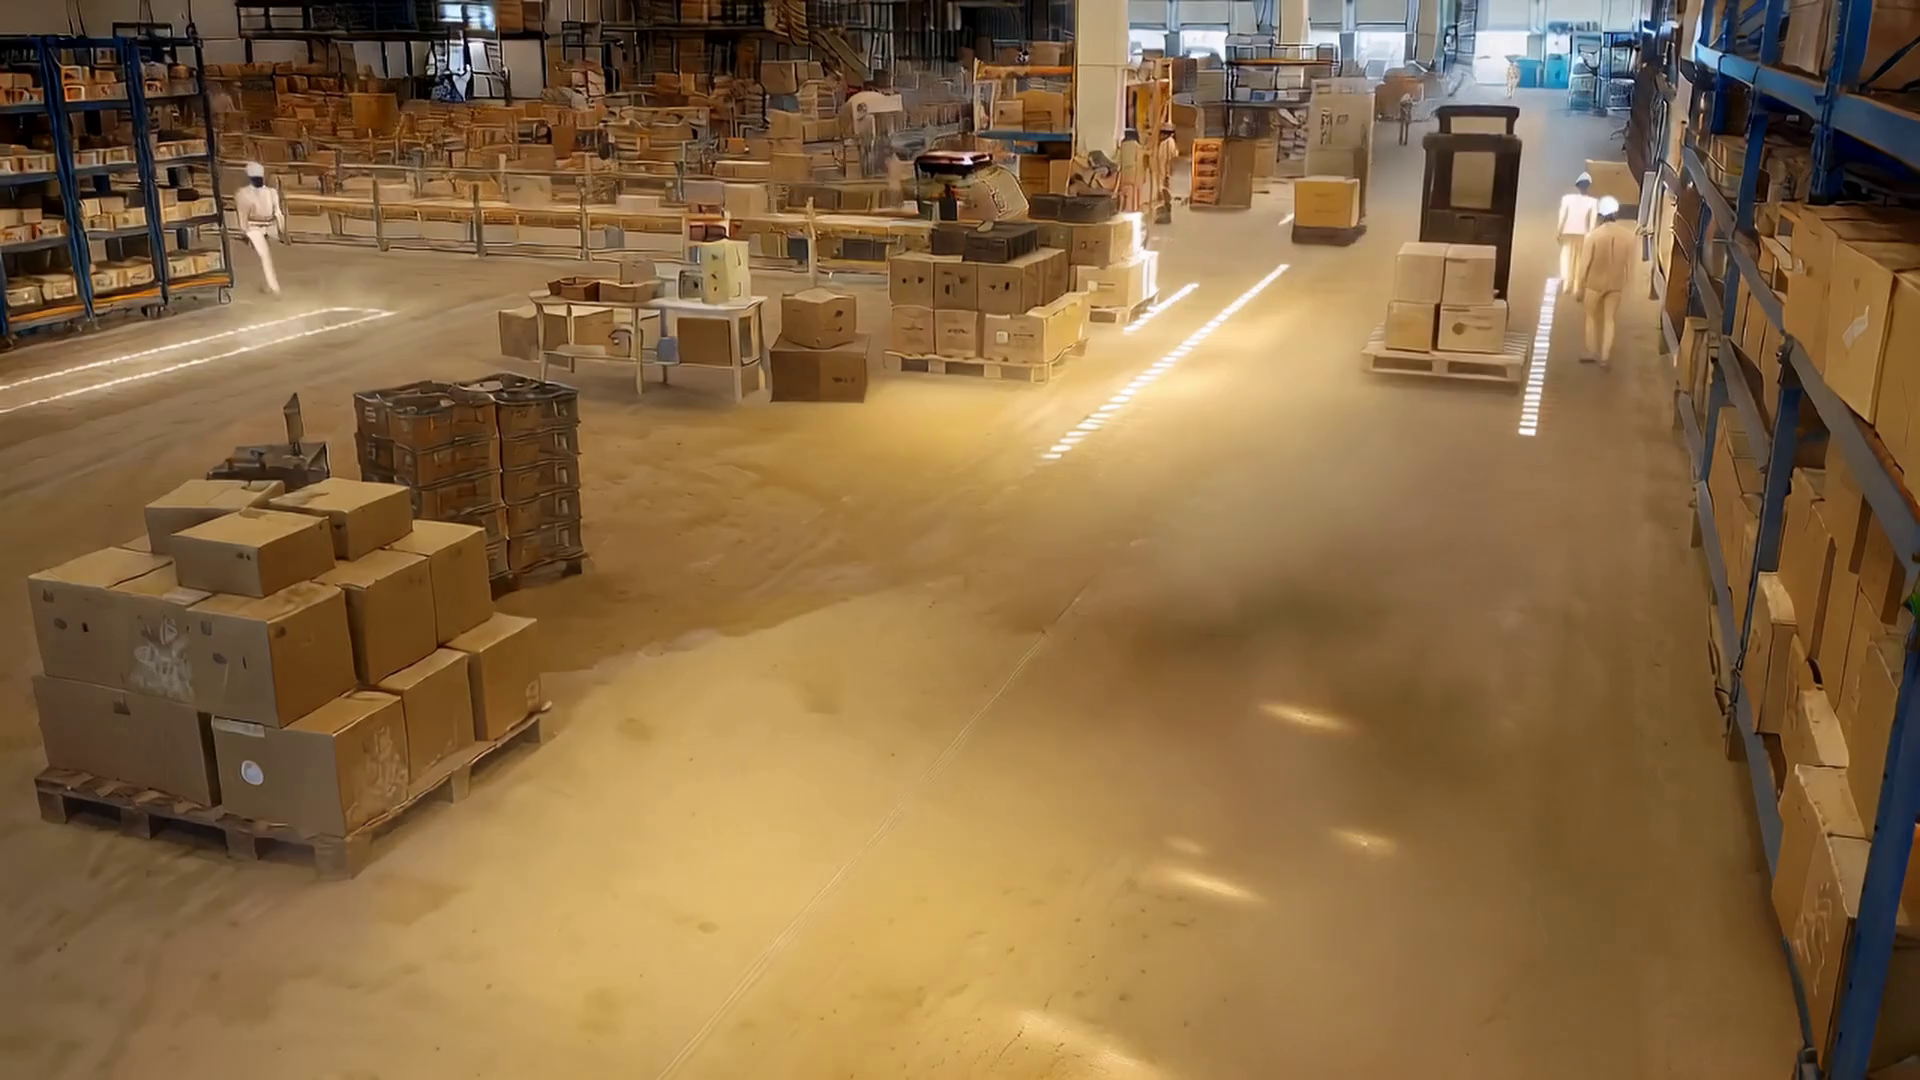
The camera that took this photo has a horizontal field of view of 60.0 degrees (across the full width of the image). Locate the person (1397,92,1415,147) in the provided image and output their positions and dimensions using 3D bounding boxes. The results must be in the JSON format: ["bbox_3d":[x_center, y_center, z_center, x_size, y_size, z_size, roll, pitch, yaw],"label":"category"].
[{"bbox_3d":[13.341,-12.568,49.727,0.502,1.600,0.795,2,18,7],"label":"person"}]

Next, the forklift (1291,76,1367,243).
[{"bbox_3d":[6.598,-6.755,29.381,1.129,2.768,1.873,6,19,19],"label":"forklift"}]

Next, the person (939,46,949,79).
[{"bbox_3d":[-0.860,-28.613,99.662,1.028,1.895,0.630,7,19,21],"label":"person"}]

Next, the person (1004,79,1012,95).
[{"bbox_3d":[1.706,-15.813,59.372,0.360,1.938,0.545,6,19,18],"label":"person"}]

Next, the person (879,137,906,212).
[{"bbox_3d":[-1.254,-6.477,30.372,0.831,1.738,0.536,-2,18,-5],"label":"person"}]

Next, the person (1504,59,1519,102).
[{"bbox_3d":[24.584,-20.498,74.179,0.573,1.883,0.354,-2,18,-7],"label":"person"}]

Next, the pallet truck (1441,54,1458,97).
[{"bbox_3d":[22.765,-21.886,78.355,0.823,1.965,1.885,-4,18,-14],"label":"pallet truck"}]

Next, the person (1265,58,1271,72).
[{"bbox_3d":[14.189,-21.424,77.152,0.743,1.850,0.518,5,18,15],"label":"person"}]

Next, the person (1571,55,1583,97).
[{"bbox_3d":[28.934,-21.727,77.965,0.587,1.930,0.360,9,20,26],"label":"person"}]

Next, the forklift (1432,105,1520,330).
[{"bbox_3d":[6.241,-3.900,20.409,1.129,2.768,1.873,6,19,19],"label":"forklift"}]

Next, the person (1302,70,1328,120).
[{"bbox_3d":[13.353,-16.627,62.132,0.982,1.821,0.542,-2,18,-8],"label":"person"}]

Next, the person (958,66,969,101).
[{"bbox_3d":[0.131,-17.395,64.466,1.025,1.861,0.615,9,20,25],"label":"person"}]

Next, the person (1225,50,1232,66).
[{"bbox_3d":[14.689,-25.890,90.946,0.392,1.991,0.612,4,18,14],"label":"person"}]

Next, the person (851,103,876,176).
[{"bbox_3d":[-2.332,-9.575,39.964,0.614,1.818,0.431,9,20,25],"label":"person"}]

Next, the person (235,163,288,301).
[{"bbox_3d":[-9.860,-4.362,23.471,0.995,1.895,0.629,14,22,37],"label":"person"}]

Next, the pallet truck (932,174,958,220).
[{"bbox_3d":[-0.507,-5.292,27.348,0.653,1.274,1.630,6,19,19],"label":"pallet truck"}]

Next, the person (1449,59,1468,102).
[{"bbox_3d":[22.173,-20.450,74.050,1.084,1.886,0.629,-2,18,-5],"label":"person"}]

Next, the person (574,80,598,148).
[{"bbox_3d":[-11.191,-12.607,49.250,1.021,1.981,0.633,9,20,25],"label":"person"}]

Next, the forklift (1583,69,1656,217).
[{"bbox_3d":[13.219,-7.740,32.475,1.873,2.768,1.129,6,19,18],"label":"forklift"}]

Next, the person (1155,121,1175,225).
[{"bbox_3d":[3.874,-6.970,31.588,0.375,1.935,0.551,5,18,15],"label":"person"}]

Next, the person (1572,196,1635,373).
[{"bbox_3d":[7.221,-2.845,18.598,0.686,1.955,0.692,1,18,2],"label":"person"}]

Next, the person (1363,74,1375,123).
[{"bbox_3d":[13.418,-14.334,54.746,0.412,1.922,0.567,13,22,35],"label":"person"}]

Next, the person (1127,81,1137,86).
[{"bbox_3d":[6.602,-16.949,62.953,0.958,1.920,0.607,9,20,26],"label":"person"}]

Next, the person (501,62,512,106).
[{"bbox_3d":[-19.431,-19.527,71.190,0.331,1.844,0.520,10,20,28],"label":"person"}]

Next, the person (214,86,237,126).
[{"bbox_3d":[-21.230,-12.207,48.190,0.656,1.856,1.011,10,20,28],"label":"person"}]

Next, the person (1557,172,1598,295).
[{"bbox_3d":[8.810,-4.377,23.766,0.522,1.738,0.831,7,19,20],"label":"person"}]
